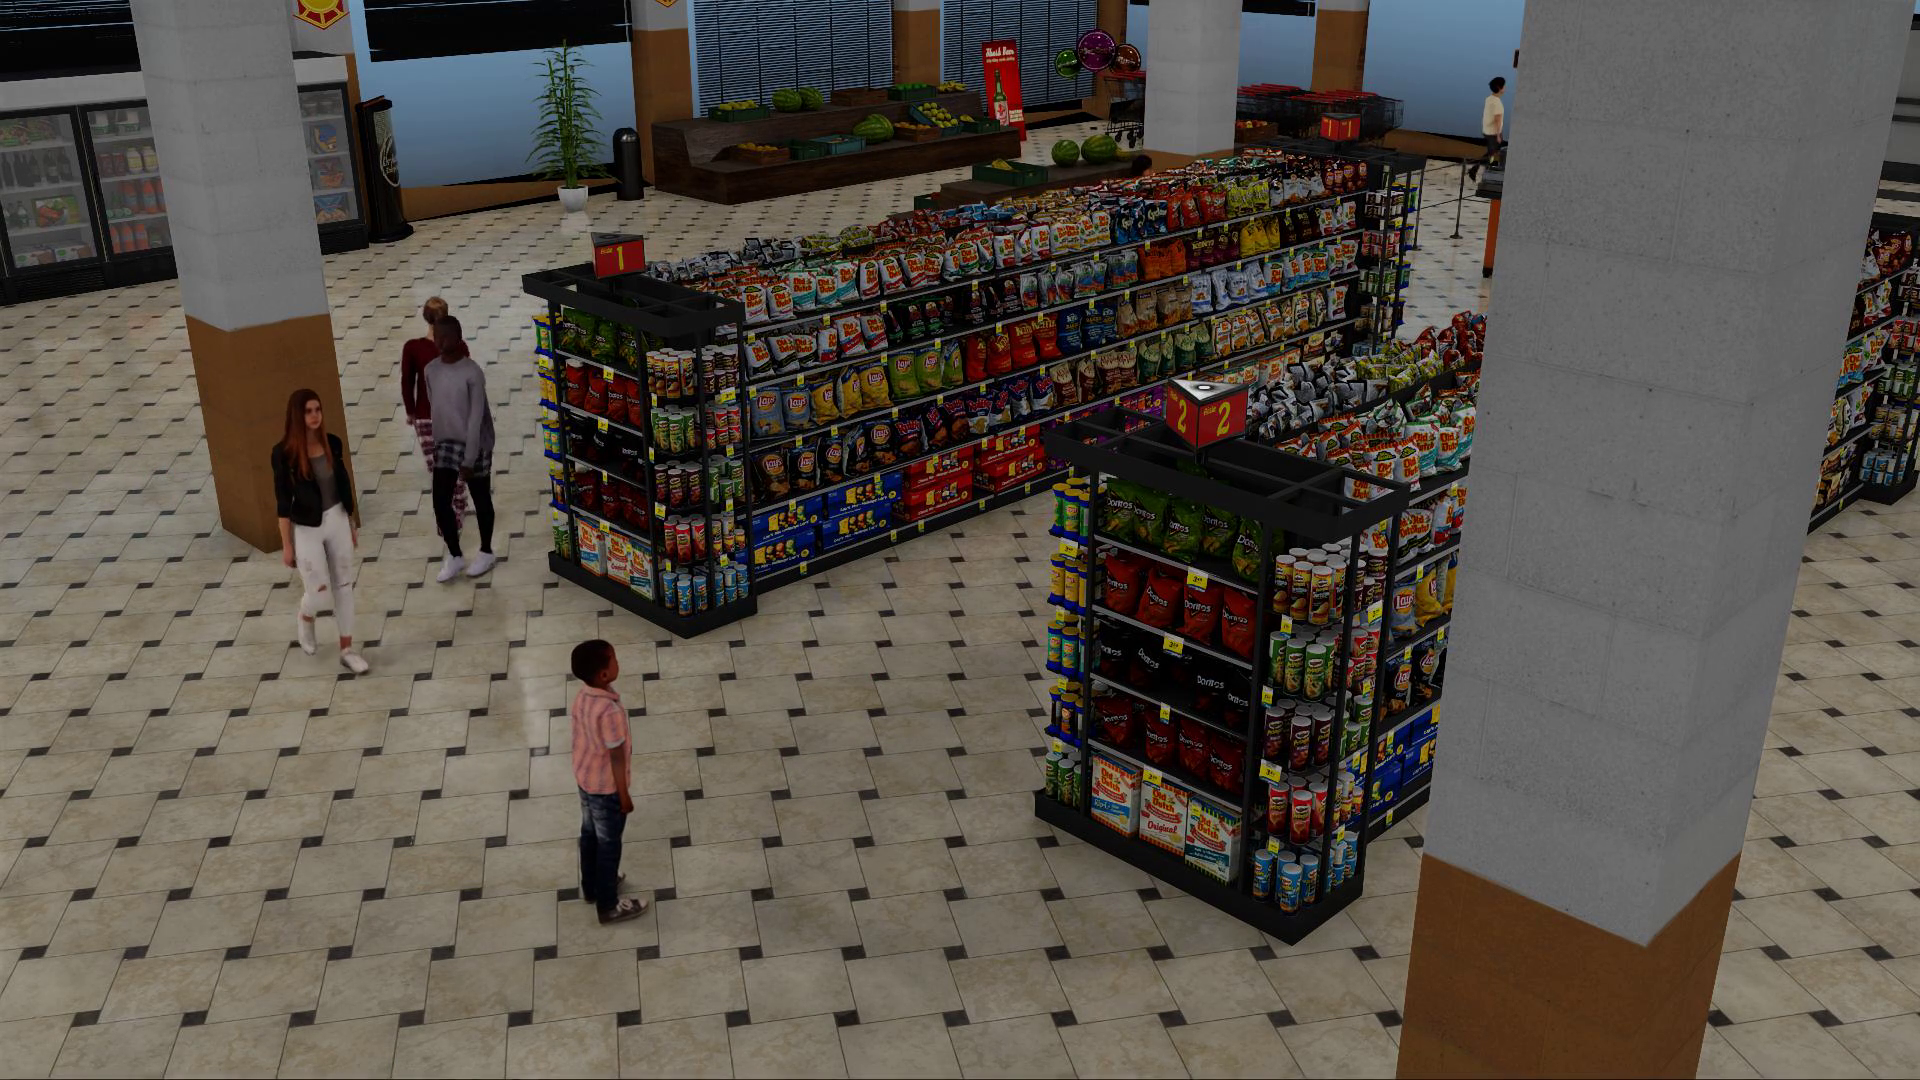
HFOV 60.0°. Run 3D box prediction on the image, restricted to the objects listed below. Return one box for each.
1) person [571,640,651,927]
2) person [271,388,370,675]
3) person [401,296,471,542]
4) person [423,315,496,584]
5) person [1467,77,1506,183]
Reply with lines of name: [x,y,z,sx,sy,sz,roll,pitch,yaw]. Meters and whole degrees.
person: [-1.573,1.043,7.255,0.517,1.304,0.535,-14,26,-31]
person: [-3.677,-0.053,9.466,0.668,1.690,0.693,20,29,40]
person: [-3.540,-0.791,11.351,1.102,1.654,0.965,-8,23,-19]
person: [-3.155,-0.616,10.774,0.769,1.758,0.836,6,23,15]
person: [7.687,-5.923,24.224,0.826,1.577,0.766,0,22,0]
